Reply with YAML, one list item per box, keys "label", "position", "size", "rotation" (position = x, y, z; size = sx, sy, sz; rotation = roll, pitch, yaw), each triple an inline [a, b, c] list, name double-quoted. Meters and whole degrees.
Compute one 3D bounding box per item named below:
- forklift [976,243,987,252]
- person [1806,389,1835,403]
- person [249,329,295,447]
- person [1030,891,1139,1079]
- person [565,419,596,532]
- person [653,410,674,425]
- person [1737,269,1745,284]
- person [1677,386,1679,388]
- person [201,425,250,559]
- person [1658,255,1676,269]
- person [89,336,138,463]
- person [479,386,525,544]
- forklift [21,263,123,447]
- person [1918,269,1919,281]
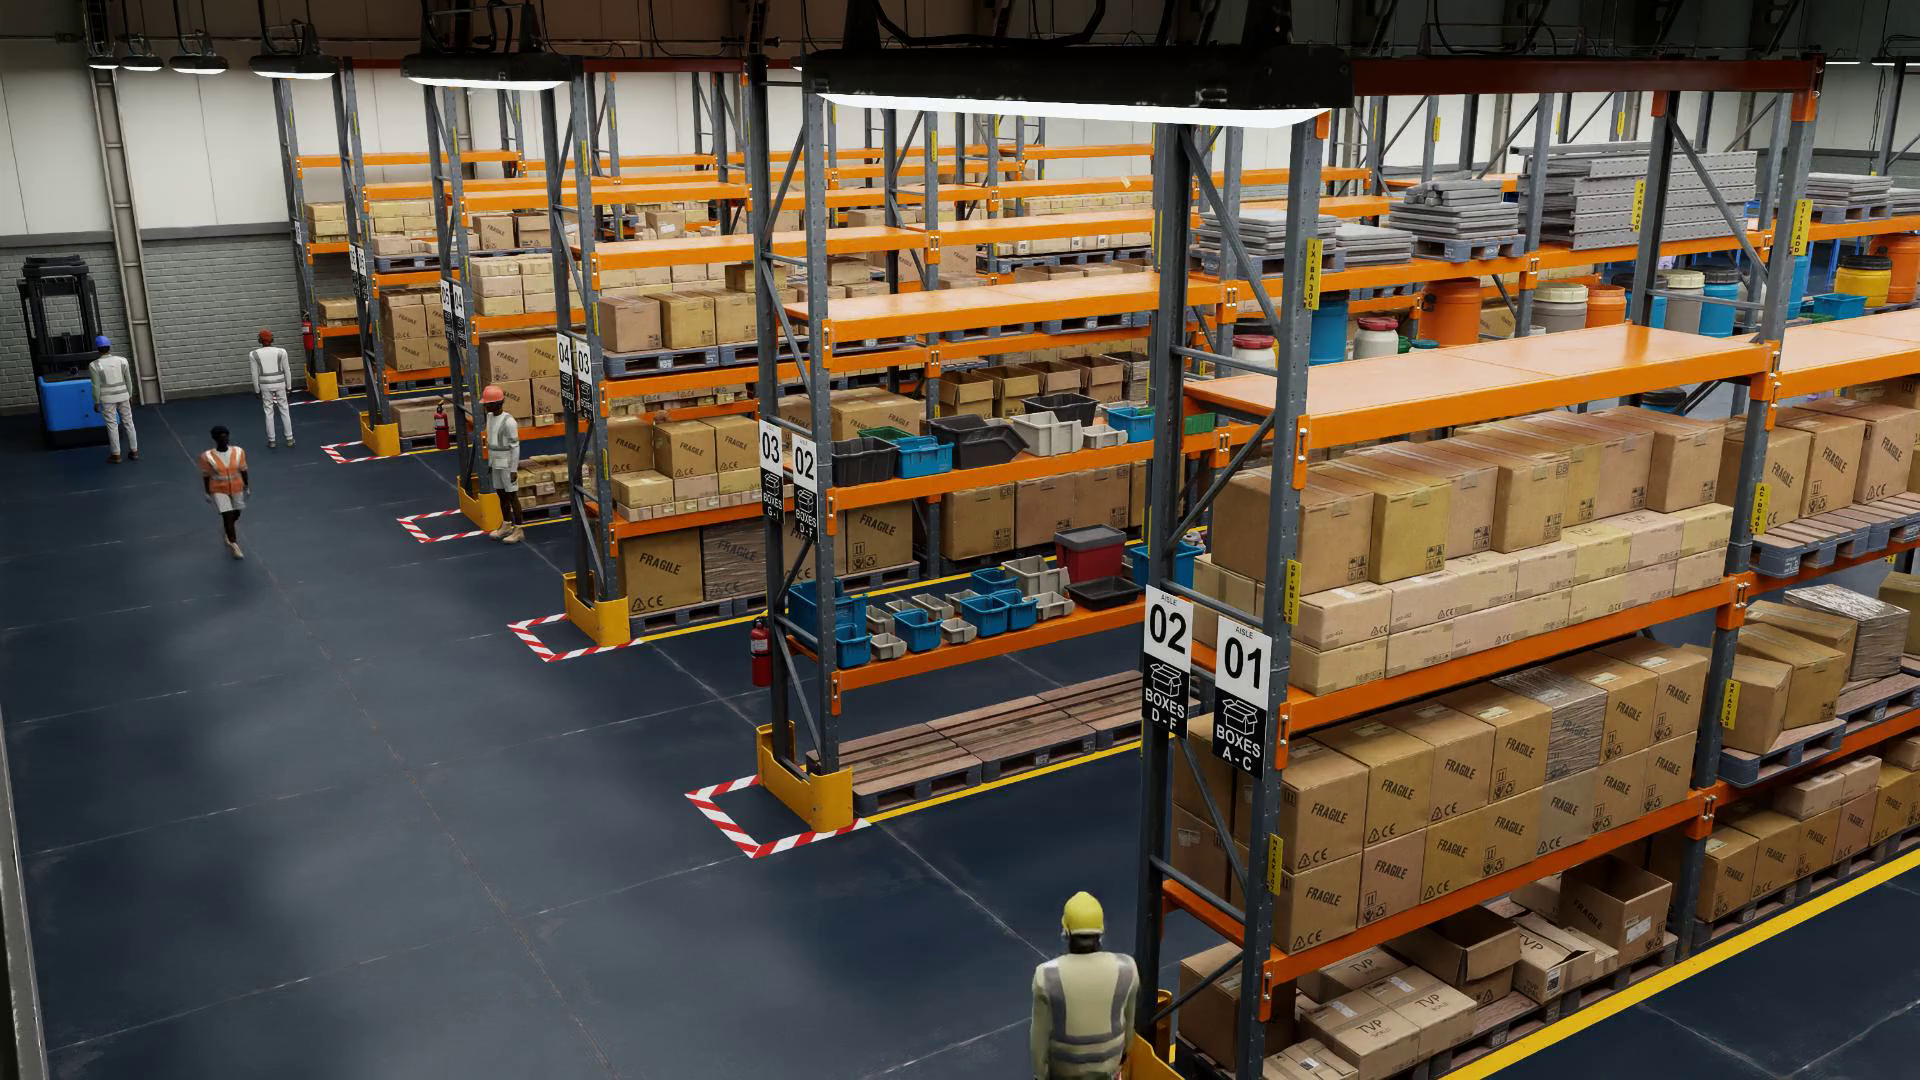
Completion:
- label: "forklift"
  position: [0.988, -5.474, 34.718]
  size: [1.214, 2.155, 2.313]
  rotation: [-10, 20, -31]
- label: "person"
  position: [12.472, -1.787, 22.830]
  size: [0.605, 2.034, 0.393]
  rotation: [-9, 19, -26]
- label: "person"
  position: [-10.961, -2.425, 25.177]
  size: [0.576, 1.881, 0.355]
  rotation: [-7, 18, -23]
- label: "person"
  position: [0.650, 2.727, 8.401]
  size: [0.575, 1.809, 0.422]
  rotation: [-1, 17, -5]
- label: "person"
  position: [-4.716, -0.998, 20.664]
  size: [0.958, 1.783, 0.609]
  rotation: [-8, 19, -23]
- label: "person"
  position: [-3.831, -0.899, 20.591]
  size: [0.283, 1.633, 0.501]
  rotation: [-7, 18, -23]
- label: "person"
  position: [16.094, -4.728, 32.865]
  size: [0.482, 1.808, 0.966]
  rotation: [-2, 17, -6]
- label: "person"
  position: [9.468, -1.318, 21.351]
  size: [0.542, 2.000, 0.690]
  rotation: [-7, 19, -23]
- label: "person"
  position: [-9.196, -0.652, 19.737]
  size: [0.542, 1.669, 0.776]
  rotation: [-15, 22, -40]
- label: "person"
  position: [18.242, -7.250, 40.955]
  size: [0.651, 1.907, 0.409]
  rotation: [-2, 17, -8]
- label: "person"
  position: [-13.006, -2.166, 24.234]
  size: [0.403, 1.937, 0.604]
  rotation: [13, 21, 36]
- label: "person"
  position: [-5.855, -0.966, 20.125]
  size: [0.613, 2.039, 0.388]
  rotation: [16, 23, 41]
- label: "forklift"
  position: [-14.518, -3.079, 25.708]
  size: [1.129, 2.768, 1.873]
  rotation: [-10, 20, -31]
- label: "person"
  position: [22.048, -5.845, 36.287]
  size: [1.012, 1.953, 0.612]
  rotation: [-7, 18, -22]
